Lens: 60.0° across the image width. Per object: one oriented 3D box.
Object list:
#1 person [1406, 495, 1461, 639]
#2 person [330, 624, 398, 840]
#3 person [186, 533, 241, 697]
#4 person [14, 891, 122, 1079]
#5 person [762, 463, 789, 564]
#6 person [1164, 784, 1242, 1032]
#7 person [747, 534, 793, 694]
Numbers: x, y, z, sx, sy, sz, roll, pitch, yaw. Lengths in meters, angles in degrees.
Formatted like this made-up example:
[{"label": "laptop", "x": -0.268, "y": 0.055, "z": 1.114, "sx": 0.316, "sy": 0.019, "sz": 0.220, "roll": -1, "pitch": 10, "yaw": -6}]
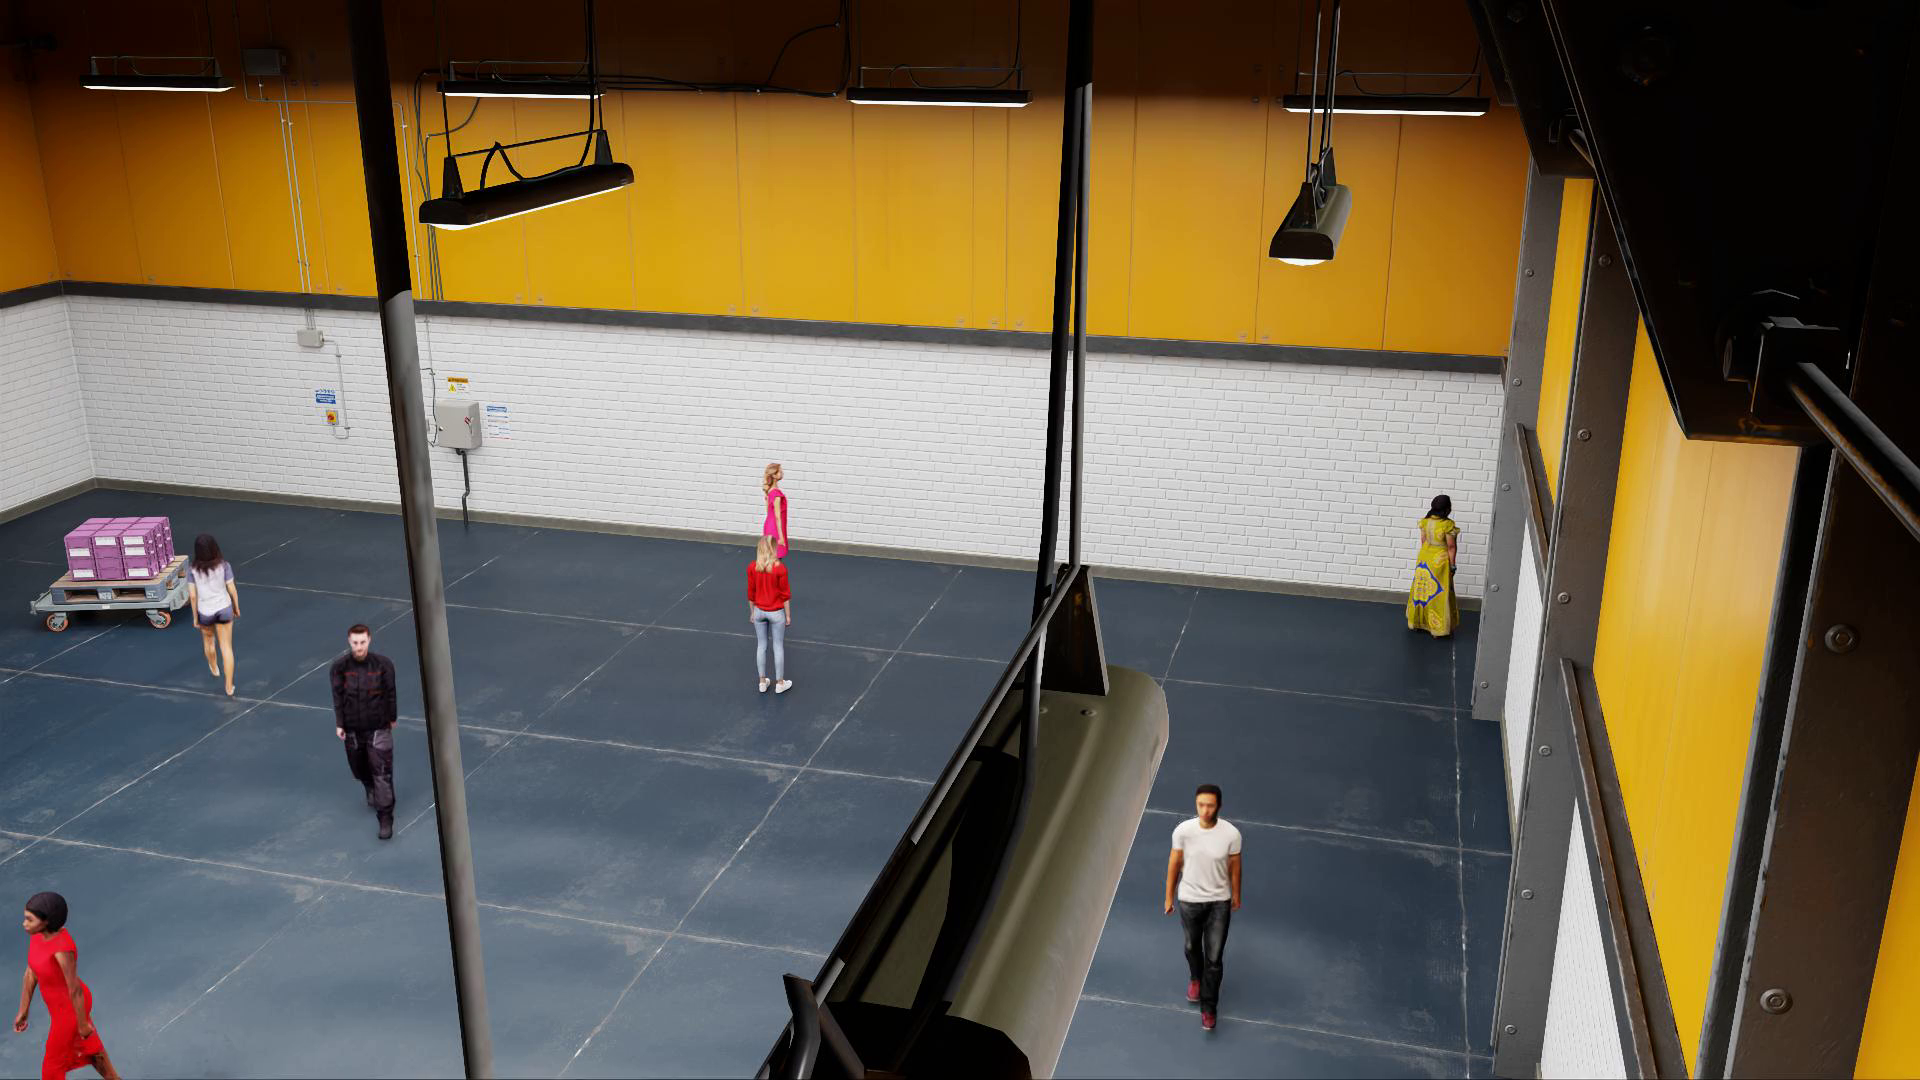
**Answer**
[{"label": "person", "x": 5.386, "y": 0.278, "z": 18.802, "sx": 1.038, "sy": 1.661, "sz": 1.001, "roll": -13, "pitch": 23, "yaw": -34}, {"label": "person", "x": -5.177, "y": 1.609, "z": 14.504, "sx": 1.008, "sy": 1.880, "sz": 1.275, "roll": -3, "pitch": 19, "yaw": -9}, {"label": "person", "x": -7.698, "y": 0.796, "z": 17.197, "sx": 0.974, "sy": 1.703, "sz": 1.089, "roll": -8, "pitch": 20, "yaw": -23}, {"label": "person", "x": -5.618, "y": 2.994, "z": 10.646, "sx": 0.851, "sy": 1.719, "sz": 1.031, "roll": 17, "pitch": 25, "yaw": 41}, {"label": "person", "x": -2.213, "y": -0.096, "z": 19.805, "sx": 0.725, "sy": 1.728, "sz": 0.638, "roll": -6, "pitch": 20, "yaw": -18}, {"label": "person", "x": 1.770, "y": 2.525, "z": 11.943, "sx": 0.683, "sy": 1.779, "sz": 0.923, "roll": 4, "pitch": 19, "yaw": 13}, {"label": "person", "x": -1.985, "y": 0.763, "z": 17.294, "sx": 0.619, "sy": 1.702, "sz": 0.498, "roll": 5, "pitch": 19, "yaw": 13}]
